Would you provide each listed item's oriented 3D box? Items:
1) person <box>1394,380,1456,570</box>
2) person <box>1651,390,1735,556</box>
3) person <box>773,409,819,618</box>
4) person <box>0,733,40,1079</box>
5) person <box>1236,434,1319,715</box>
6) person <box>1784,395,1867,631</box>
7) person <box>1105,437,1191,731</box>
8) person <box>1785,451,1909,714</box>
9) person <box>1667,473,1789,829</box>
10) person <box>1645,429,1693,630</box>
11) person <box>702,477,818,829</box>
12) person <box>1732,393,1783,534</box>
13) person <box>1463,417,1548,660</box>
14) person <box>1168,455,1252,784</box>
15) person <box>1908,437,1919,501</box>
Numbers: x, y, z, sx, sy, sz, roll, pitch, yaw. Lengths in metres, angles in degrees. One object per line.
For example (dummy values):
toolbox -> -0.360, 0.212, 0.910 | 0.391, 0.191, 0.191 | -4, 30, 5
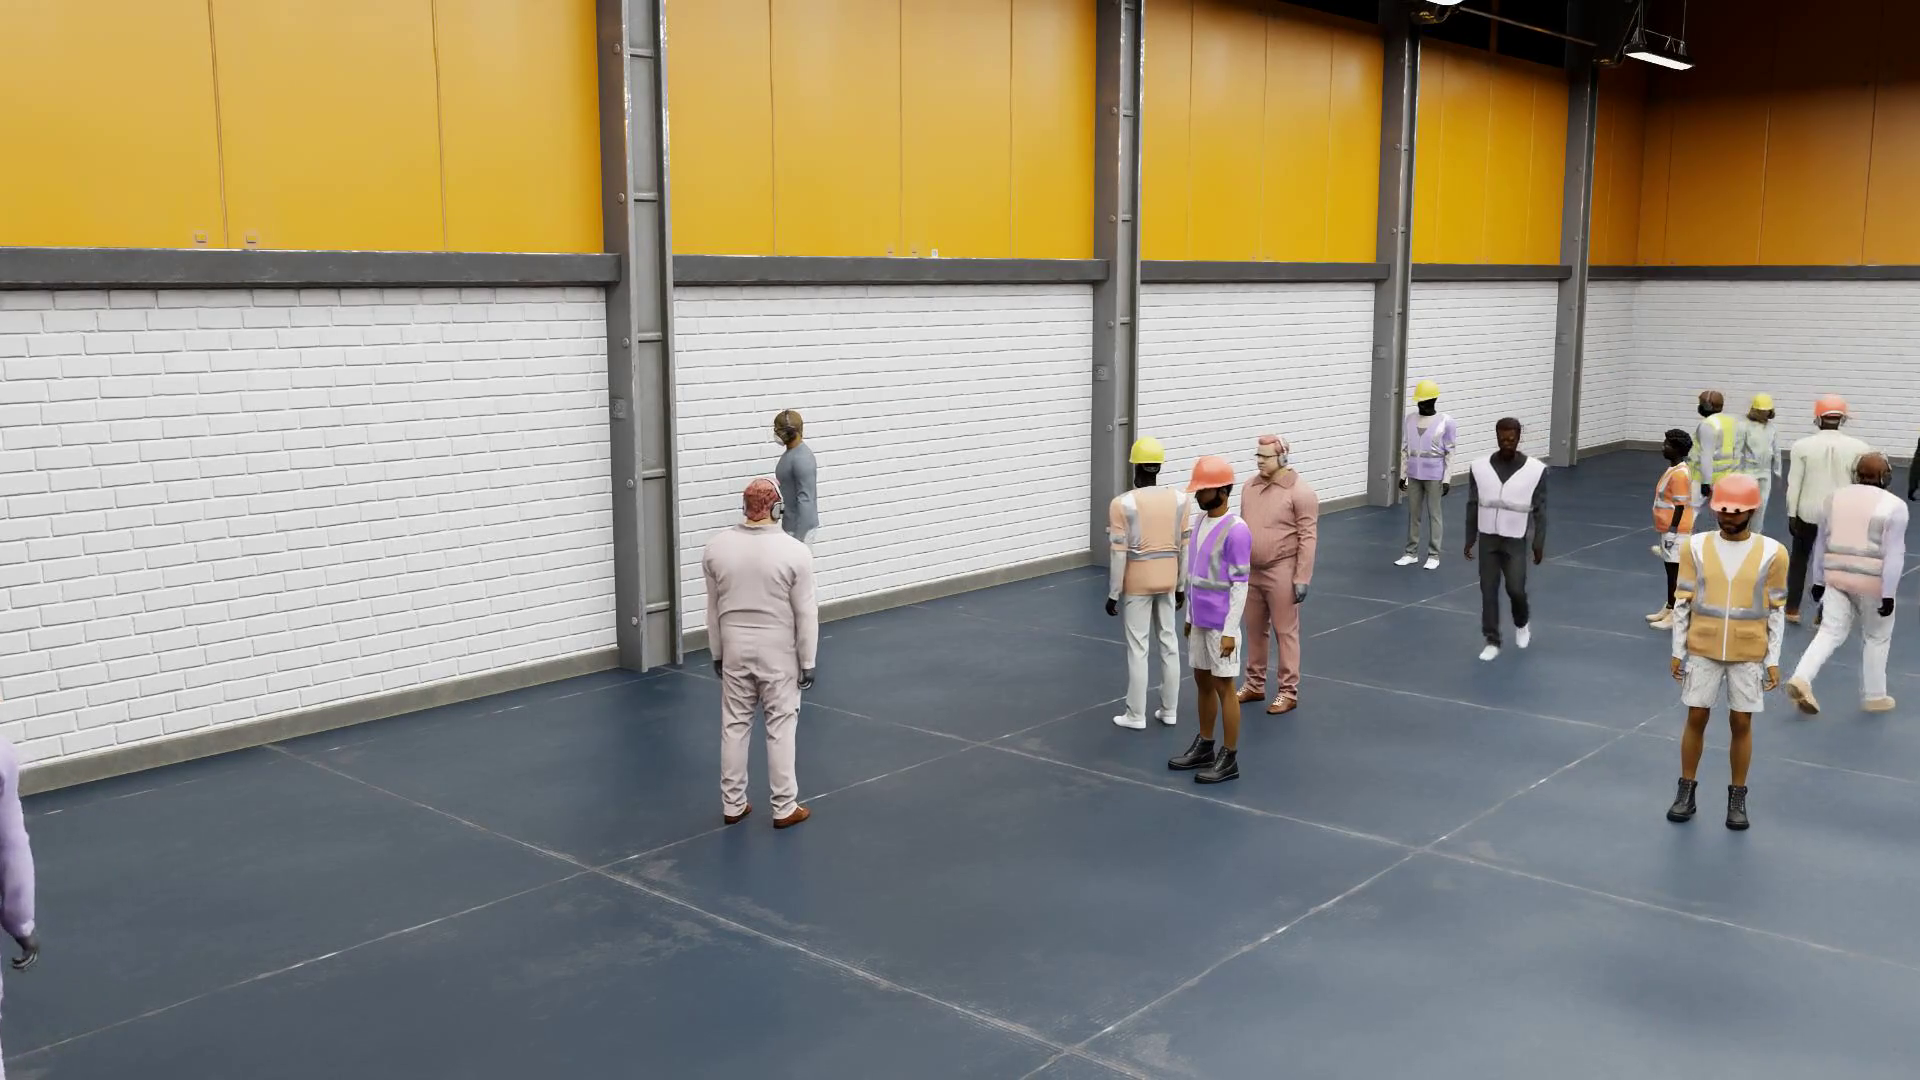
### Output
person -> 4.724, -0.661, 16.893 | 0.381, 1.918, 0.584 | -9, 13, -43
person -> 7.805, -0.664, 17.323 | 0.646, 1.793, 0.977 | -8, 12, -42
person -> -1.300, -0.070, 13.140 | 0.371, 1.934, 0.627 | -2, 9, -14
person -> -3.229, 1.224, 5.128 | 0.672, 1.892, 0.419 | -8, 12, -41
person -> 2.109, 0.226, 11.361 | 0.408, 1.905, 0.654 | -7, 11, -38
person -> 7.304, -0.243, 14.086 | 0.609, 1.964, 0.875 | 3, 10, 19
person -> 1.224, 0.289, 10.894 | 0.585, 1.929, 0.377 | -4, 10, -21
person -> 6.006, 0.302, 11.240 | 0.868, 1.808, 0.633 | -5, 10, -29
person -> 4.118, 0.596, 8.945 | 0.551, 1.932, 0.376 | 5, 10, 28
person -> 5.996, -0.090, 14.003 | 0.319, 1.696, 0.532 | 3, 10, 18
person -> -1.057, 0.609, 8.991 | 0.646, 1.903, 0.401 | 3, 9, 17
person -> 8.564, -0.722, 17.900 | 0.502, 1.727, 0.415 | -2, 9, -14
person -> 4.244, -0.020, 12.940 | 0.599, 1.901, 0.506 | 5, 11, 31
person -> 1.479, 0.460, 9.797 | 0.358, 1.937, 0.544 | -4, 10, -22
person -> 9.701, -0.522, 16.393 | 0.657, 1.791, 0.941 | 2, 9, 11
